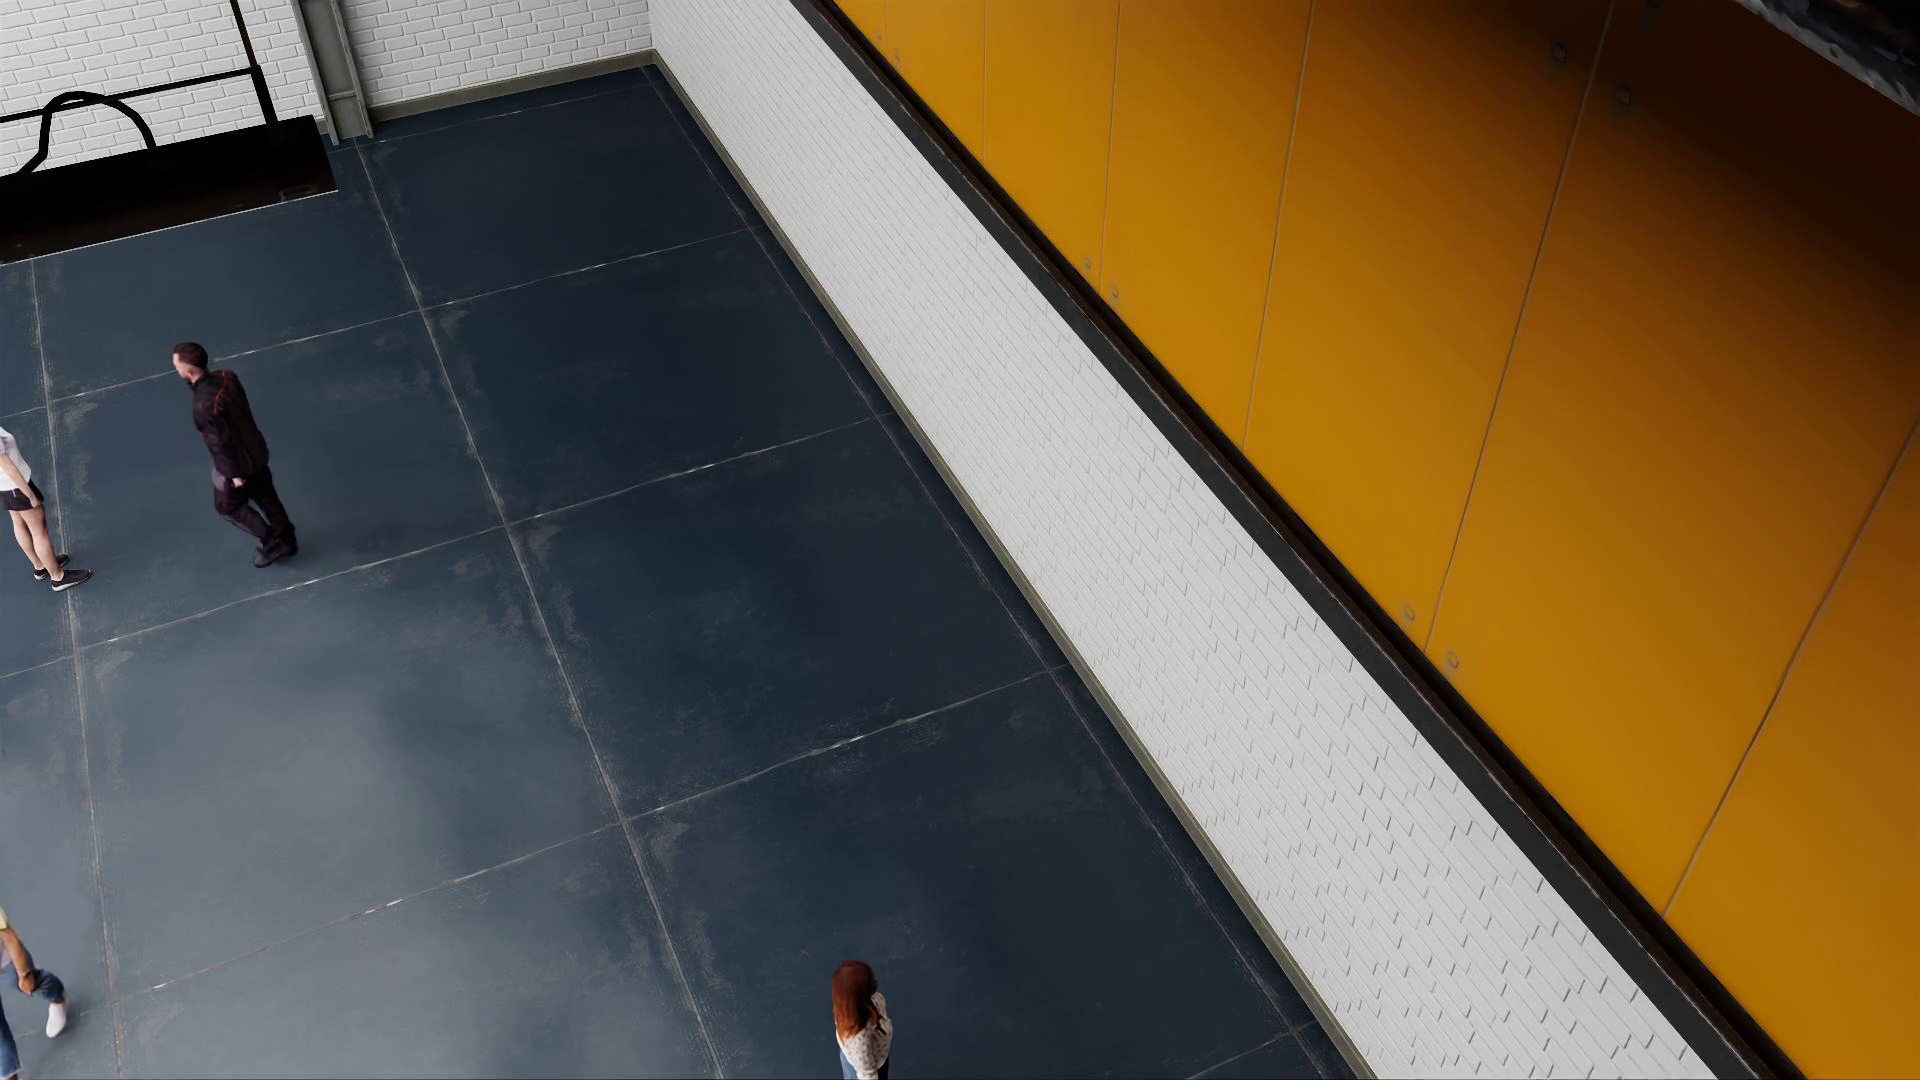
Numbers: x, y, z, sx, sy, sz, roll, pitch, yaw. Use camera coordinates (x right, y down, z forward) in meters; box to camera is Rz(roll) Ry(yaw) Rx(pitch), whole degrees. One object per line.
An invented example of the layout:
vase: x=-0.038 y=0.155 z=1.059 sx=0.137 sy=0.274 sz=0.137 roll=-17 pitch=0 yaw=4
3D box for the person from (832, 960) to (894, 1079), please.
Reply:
person: x=-0.484 y=2.600 z=8.274 sx=0.581 sy=1.729 sz=0.621 roll=-8 pitch=44 yaw=-8

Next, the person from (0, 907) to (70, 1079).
person: x=-5.068 y=2.159 z=8.766 sx=1.065 sy=1.689 sz=0.941 roll=-2 pitch=44 yaw=-2

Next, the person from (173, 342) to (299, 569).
person: x=-4.920 y=-0.591 z=11.548 sx=0.849 sy=1.833 sz=0.840 roll=-1 pitch=44 yaw=-1

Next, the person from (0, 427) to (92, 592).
person: x=-6.489 y=-0.371 z=11.377 sx=0.655 sy=1.752 sz=0.690 roll=27 pitch=50 yaw=25
